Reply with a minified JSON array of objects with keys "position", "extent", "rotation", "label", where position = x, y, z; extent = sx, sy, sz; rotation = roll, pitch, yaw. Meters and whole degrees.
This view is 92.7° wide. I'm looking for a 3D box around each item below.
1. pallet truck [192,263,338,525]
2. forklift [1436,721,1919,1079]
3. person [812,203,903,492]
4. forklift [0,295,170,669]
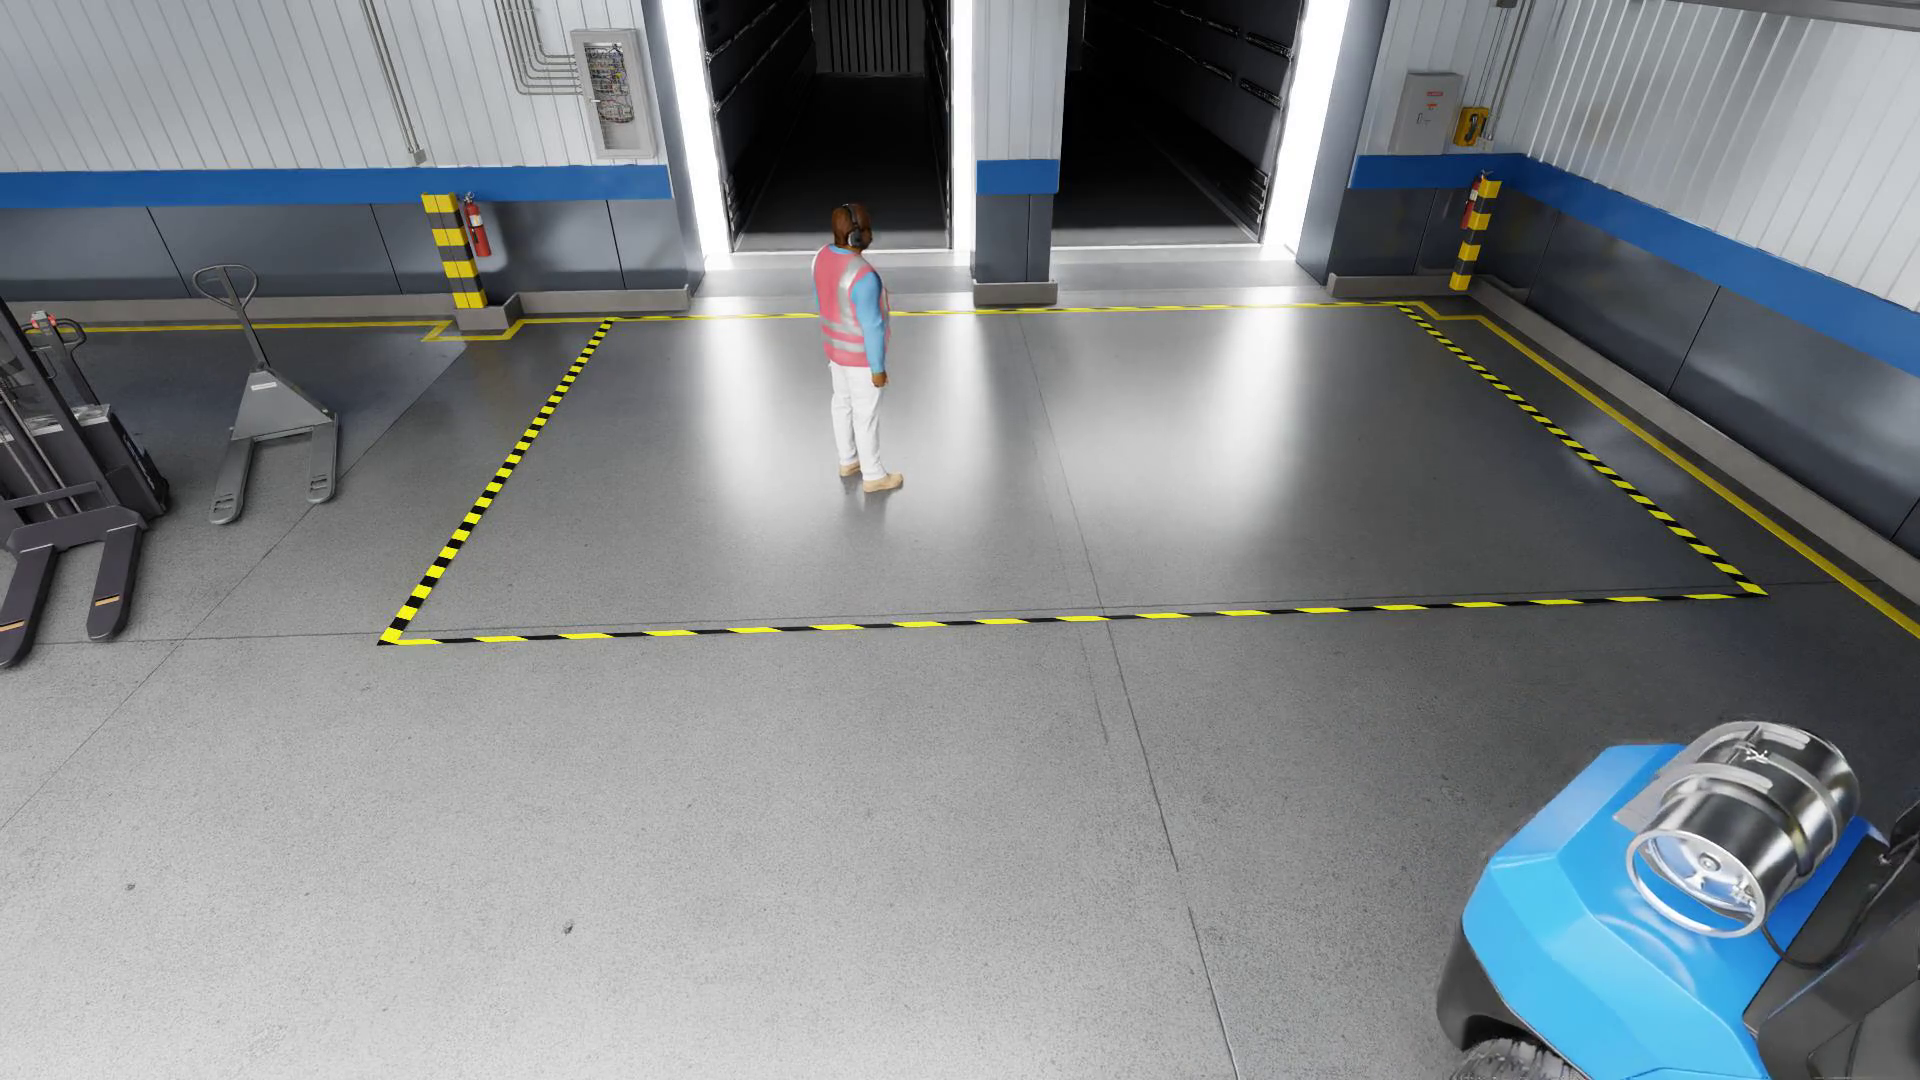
[{"position":[-4.778,-1.027,6.128],"extent":[0.680,1.201,1.601],"rotation":[-17,38,-23],"label":"pallet truck"},{"position":[2.675,1.243,1.893],"extent":[1.157,2.036,2.680],"rotation":[-22,41,-29],"label":"forklift"},{"position":[-0.649,-1.189,5.834],"extent":[0.431,1.844,0.622],"rotation":[-23,41,-29],"label":"person"},{"position":[-5.212,-0.618,4.878],"extent":[0.823,1.965,1.885],"rotation":[-20,39,-26],"label":"forklift"}]
